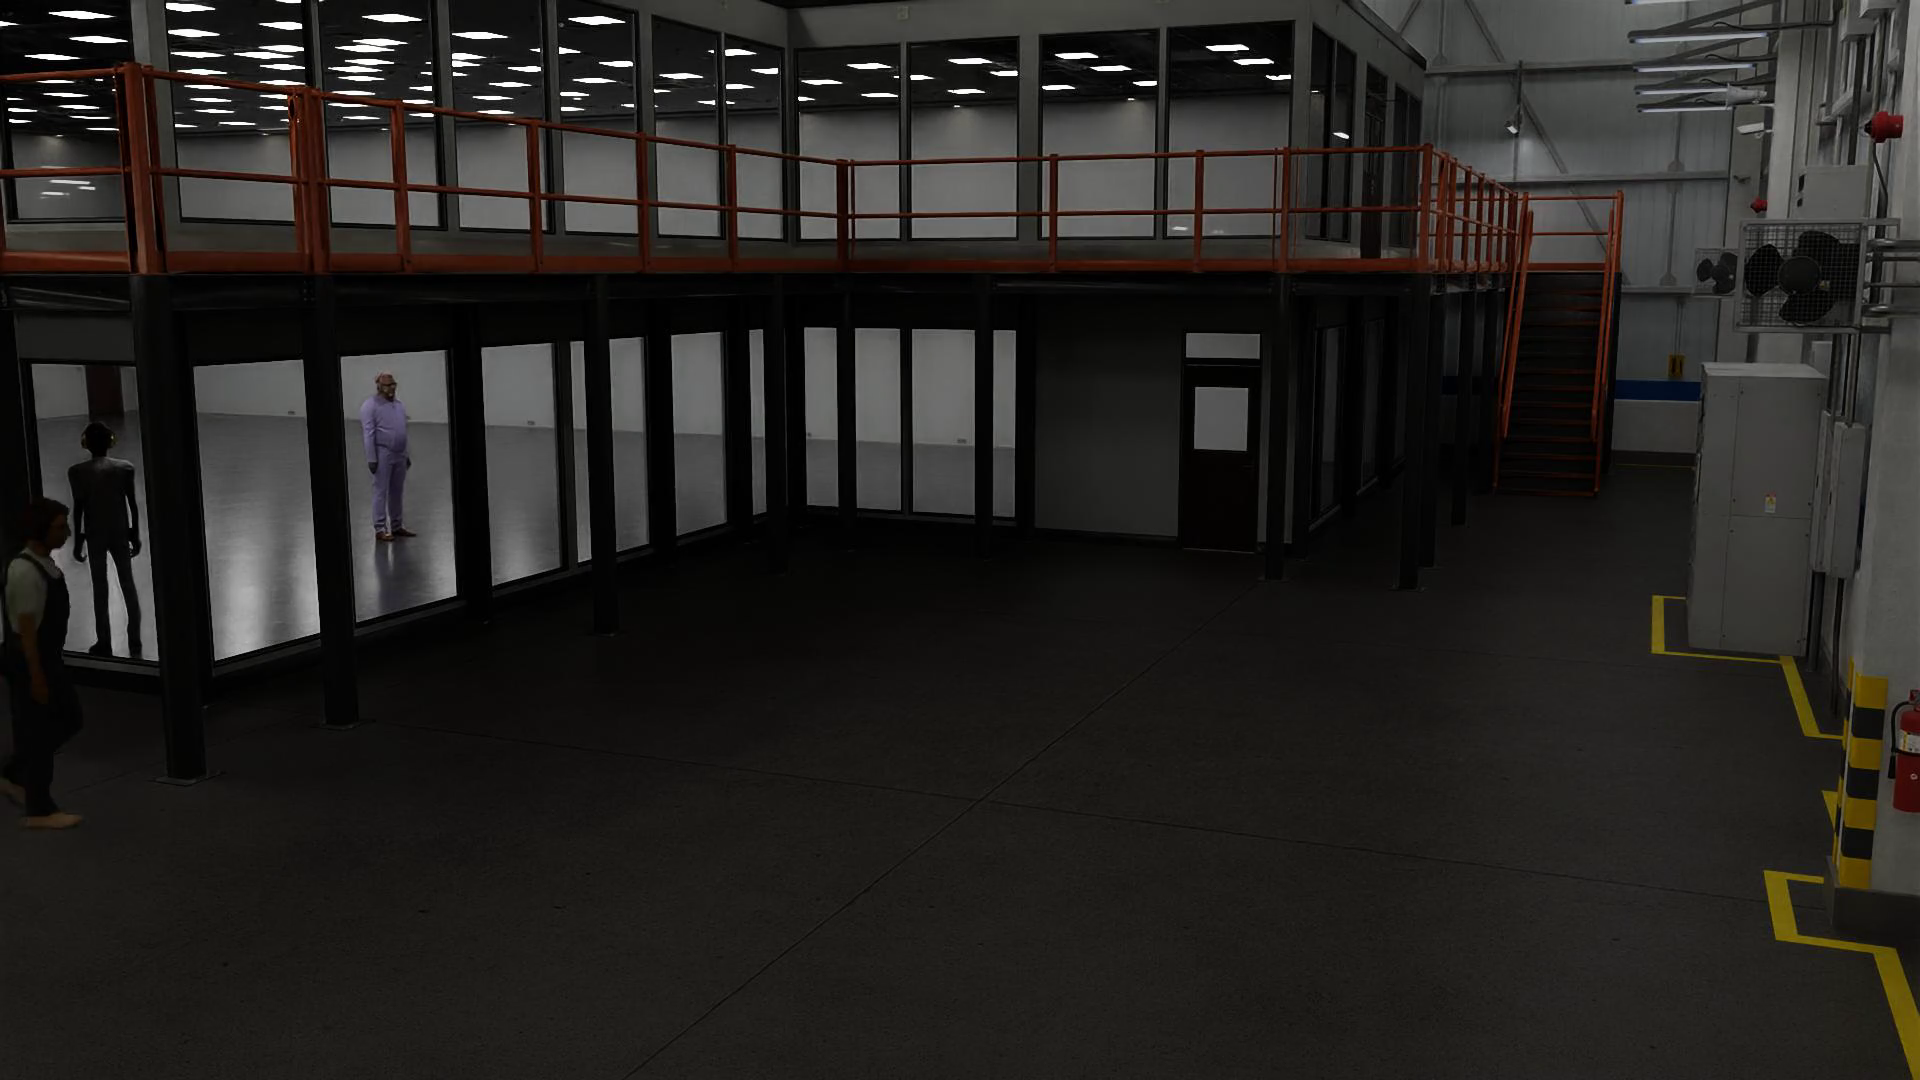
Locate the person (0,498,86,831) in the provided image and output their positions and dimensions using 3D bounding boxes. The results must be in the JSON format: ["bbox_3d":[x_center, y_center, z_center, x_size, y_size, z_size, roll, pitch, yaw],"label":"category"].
[{"bbox_3d":[-5.065,0.686,9.085,0.470,1.825,0.549,-2,9,-13],"label":"person"}]
